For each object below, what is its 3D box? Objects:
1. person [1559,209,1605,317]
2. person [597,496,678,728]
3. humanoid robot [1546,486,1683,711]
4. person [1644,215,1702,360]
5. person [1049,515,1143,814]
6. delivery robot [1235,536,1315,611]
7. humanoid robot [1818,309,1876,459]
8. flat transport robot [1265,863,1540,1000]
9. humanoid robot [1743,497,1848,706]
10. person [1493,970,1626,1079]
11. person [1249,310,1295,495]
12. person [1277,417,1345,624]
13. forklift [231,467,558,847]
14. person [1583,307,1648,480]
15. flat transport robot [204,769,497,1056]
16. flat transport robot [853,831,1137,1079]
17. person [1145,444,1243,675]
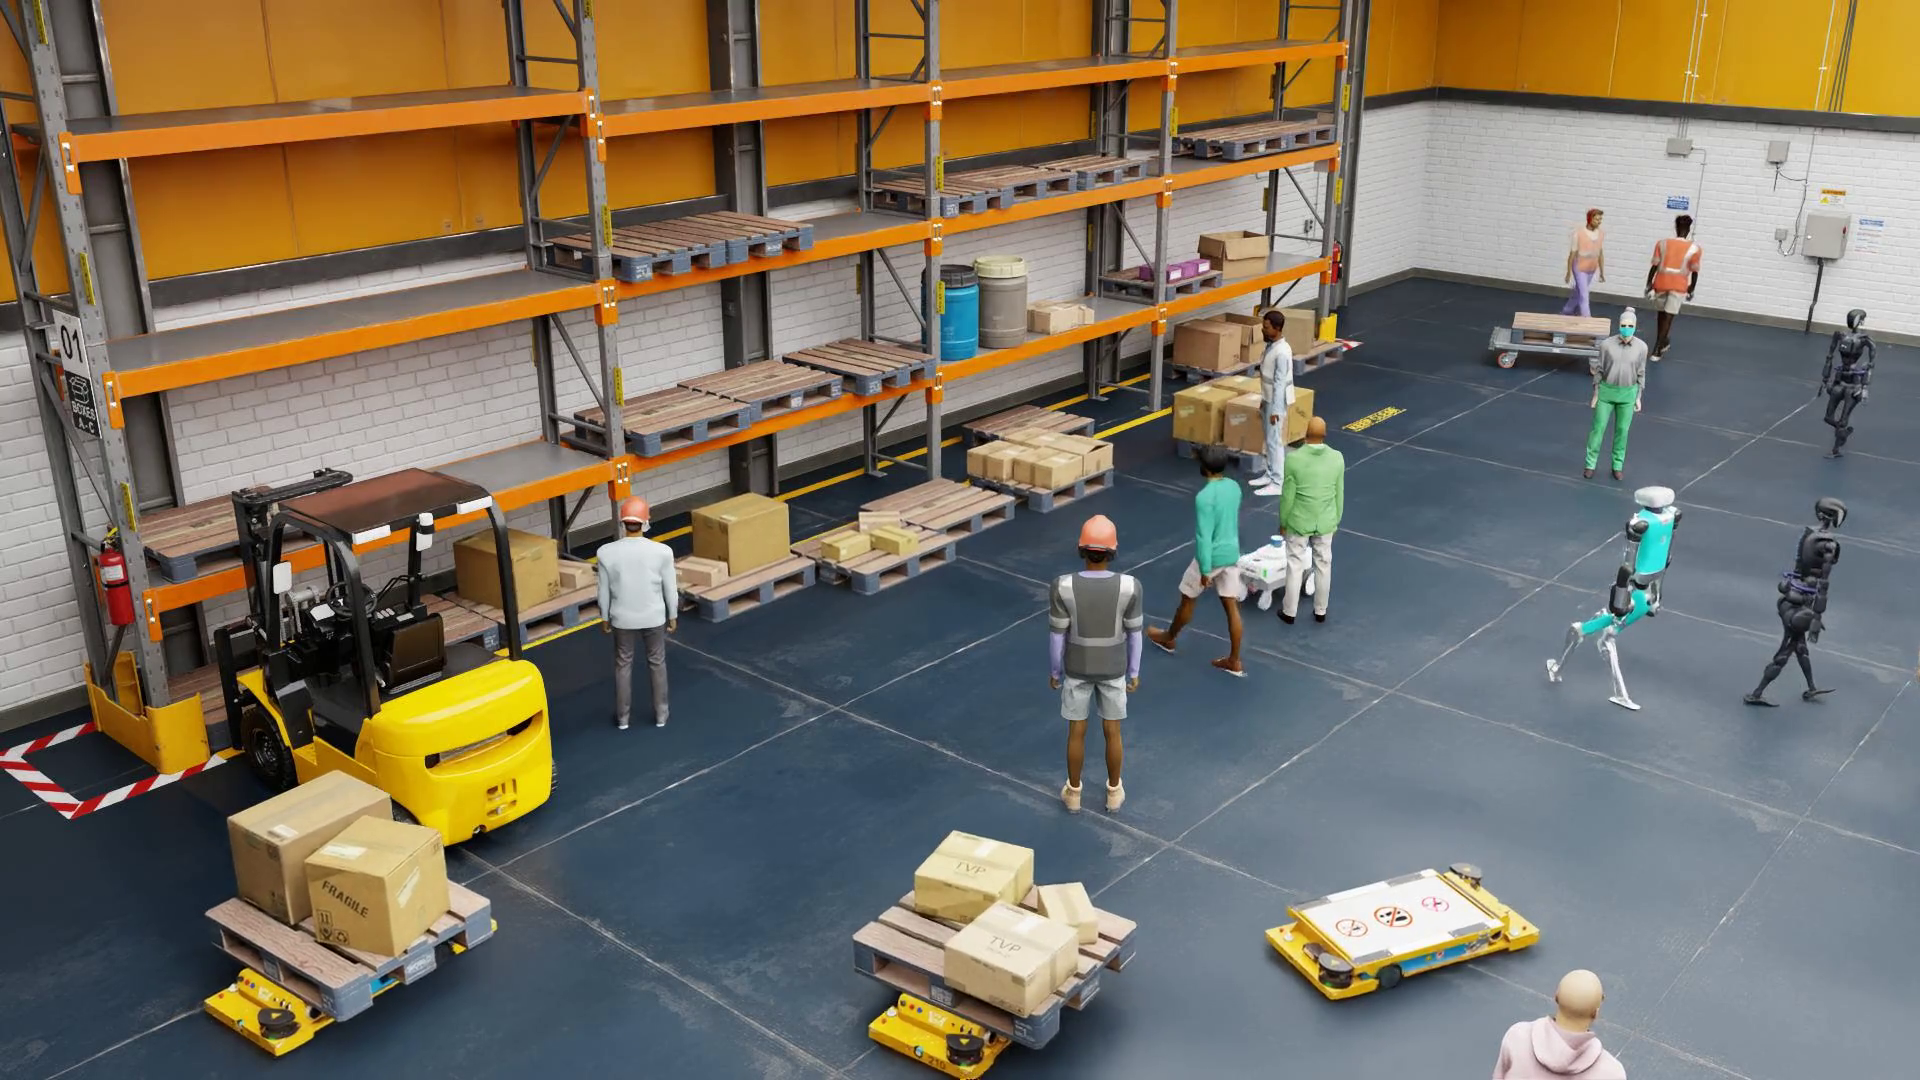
[{"bbox_3d":[8.928,-3.843,23.762,0.576,1.798,0.955,-10,22,-24],"label":"person"},{"bbox_3d":[-2.314,0.524,12.009,0.571,1.737,0.351,-3,20,-7],"label":"person"},{"bbox_3d":[4.825,0.383,12.464,0.544,1.811,0.894,-13,24,-32],"label":"humanoid robot"},{"bbox_3d":[9.621,-3.423,22.445,0.618,1.906,0.936,15,25,35],"label":"person"},{"bbox_3d":[0.870,0.817,10.781,0.605,2.044,0.370,0,20,1],"label":"person"},{"bbox_3d":[2.757,0.260,14.460,0.797,0.613,0.499,-17,26,-39],"label":"delivery robot"},{"bbox_3d":[9.767,-1.719,18.192,0.544,1.644,0.601,-10,23,-25],"label":"humanoid robot"},{"bbox_3d":[2.533,2.227,9.517,1.431,0.231,0.659,-9,22,-22],"label":"flat transport robot"},{"bbox_3d":[6.272,0.457,12.305,0.689,1.625,0.599,3,21,9],"label":"humanoid robot"},{"bbox_3d":[2.335,2.498,6.612,0.537,1.775,0.409,13,24,32],"label":"person"},{"bbox_3d":[3.220,-1.407,17.002,0.382,1.909,0.589,0,20,0],"label":"person"},{"bbox_3d":[2.899,-0.155,13.788,0.539,1.784,0.383,-2,20,-5],"label":"person"},{"bbox_3d":[-3.730,0.710,10.856,2.313,2.155,1.214,17,26,38],"label":"forklift"},{"bbox_3d":[6.895,-1.532,17.439,0.512,1.838,0.346,6,21,15],"label":"person"},{"bbox_3d":[-3.368,2.323,9.257,0.659,0.231,1.431,14,24,33],"label":"flat transport robot"},{"bbox_3d":[0.190,2.396,9.059,0.659,0.231,1.431,14,24,33],"label":"flat transport robot"},{"bbox_3d":[1.911,0.117,13.018,0.488,1.796,0.948,-15,25,-36],"label":"person"}]
